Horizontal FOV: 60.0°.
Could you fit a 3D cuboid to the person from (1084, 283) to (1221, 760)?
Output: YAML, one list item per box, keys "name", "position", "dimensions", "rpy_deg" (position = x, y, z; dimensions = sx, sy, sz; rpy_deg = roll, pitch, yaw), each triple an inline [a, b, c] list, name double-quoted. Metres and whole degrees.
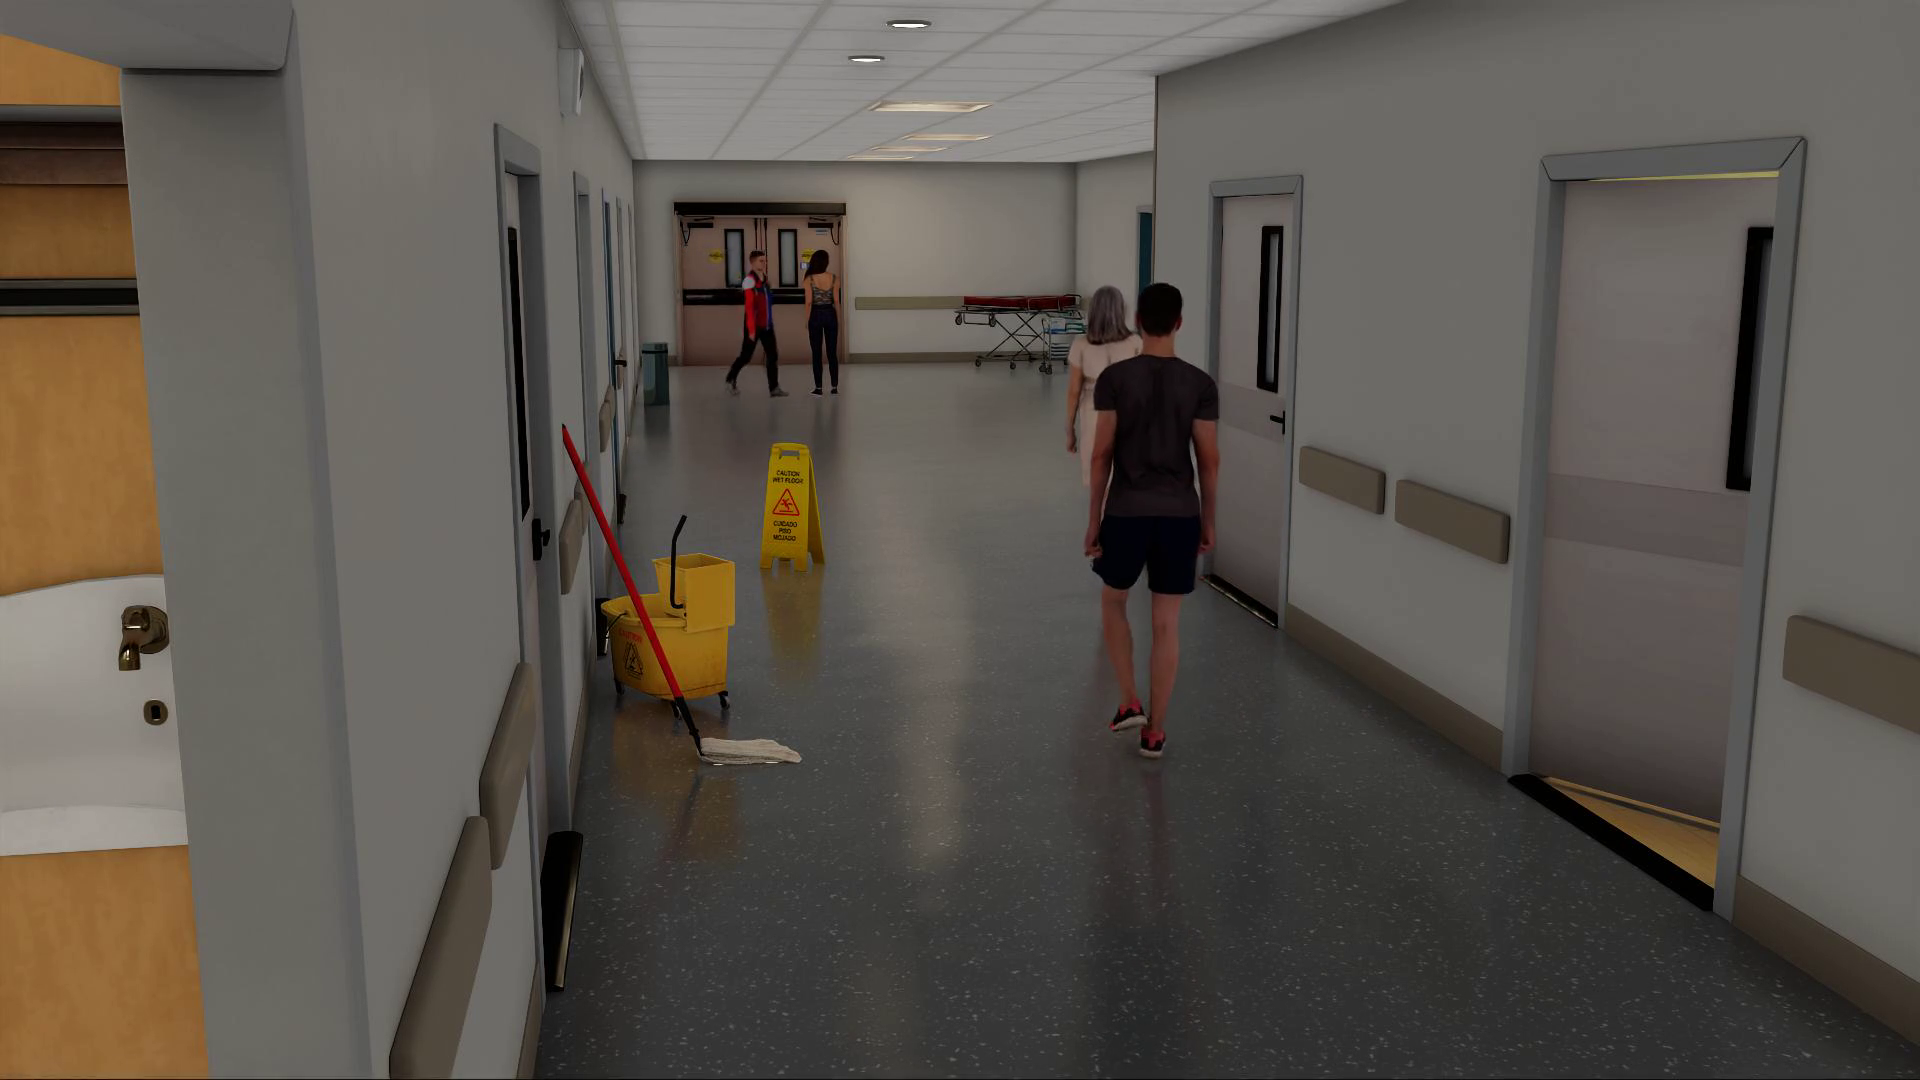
- name: "person"
  position: [0.736, -0.050, 6.403]
  dimensions: [0.735, 1.841, 0.694]
  rpy_deg: [0, 11, 1]

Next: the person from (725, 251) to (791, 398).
- name: "person"
  position: [-2.495, -2.554, 19.904]
  dimensions: [1.190, 1.727, 1.155]
  rpy_deg: [7, 13, 32]

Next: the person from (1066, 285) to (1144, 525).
- name: "person"
  position: [0.840, -0.544, 9.320]
  dimensions: [0.663, 1.723, 0.686]
  rpy_deg: [0, 11, 1]

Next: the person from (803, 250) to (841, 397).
- name: "person"
  position: [-1.672, -2.658, 20.335]
  dimensions: [0.643, 1.770, 0.586]
  rpy_deg: [-4, 11, -20]
